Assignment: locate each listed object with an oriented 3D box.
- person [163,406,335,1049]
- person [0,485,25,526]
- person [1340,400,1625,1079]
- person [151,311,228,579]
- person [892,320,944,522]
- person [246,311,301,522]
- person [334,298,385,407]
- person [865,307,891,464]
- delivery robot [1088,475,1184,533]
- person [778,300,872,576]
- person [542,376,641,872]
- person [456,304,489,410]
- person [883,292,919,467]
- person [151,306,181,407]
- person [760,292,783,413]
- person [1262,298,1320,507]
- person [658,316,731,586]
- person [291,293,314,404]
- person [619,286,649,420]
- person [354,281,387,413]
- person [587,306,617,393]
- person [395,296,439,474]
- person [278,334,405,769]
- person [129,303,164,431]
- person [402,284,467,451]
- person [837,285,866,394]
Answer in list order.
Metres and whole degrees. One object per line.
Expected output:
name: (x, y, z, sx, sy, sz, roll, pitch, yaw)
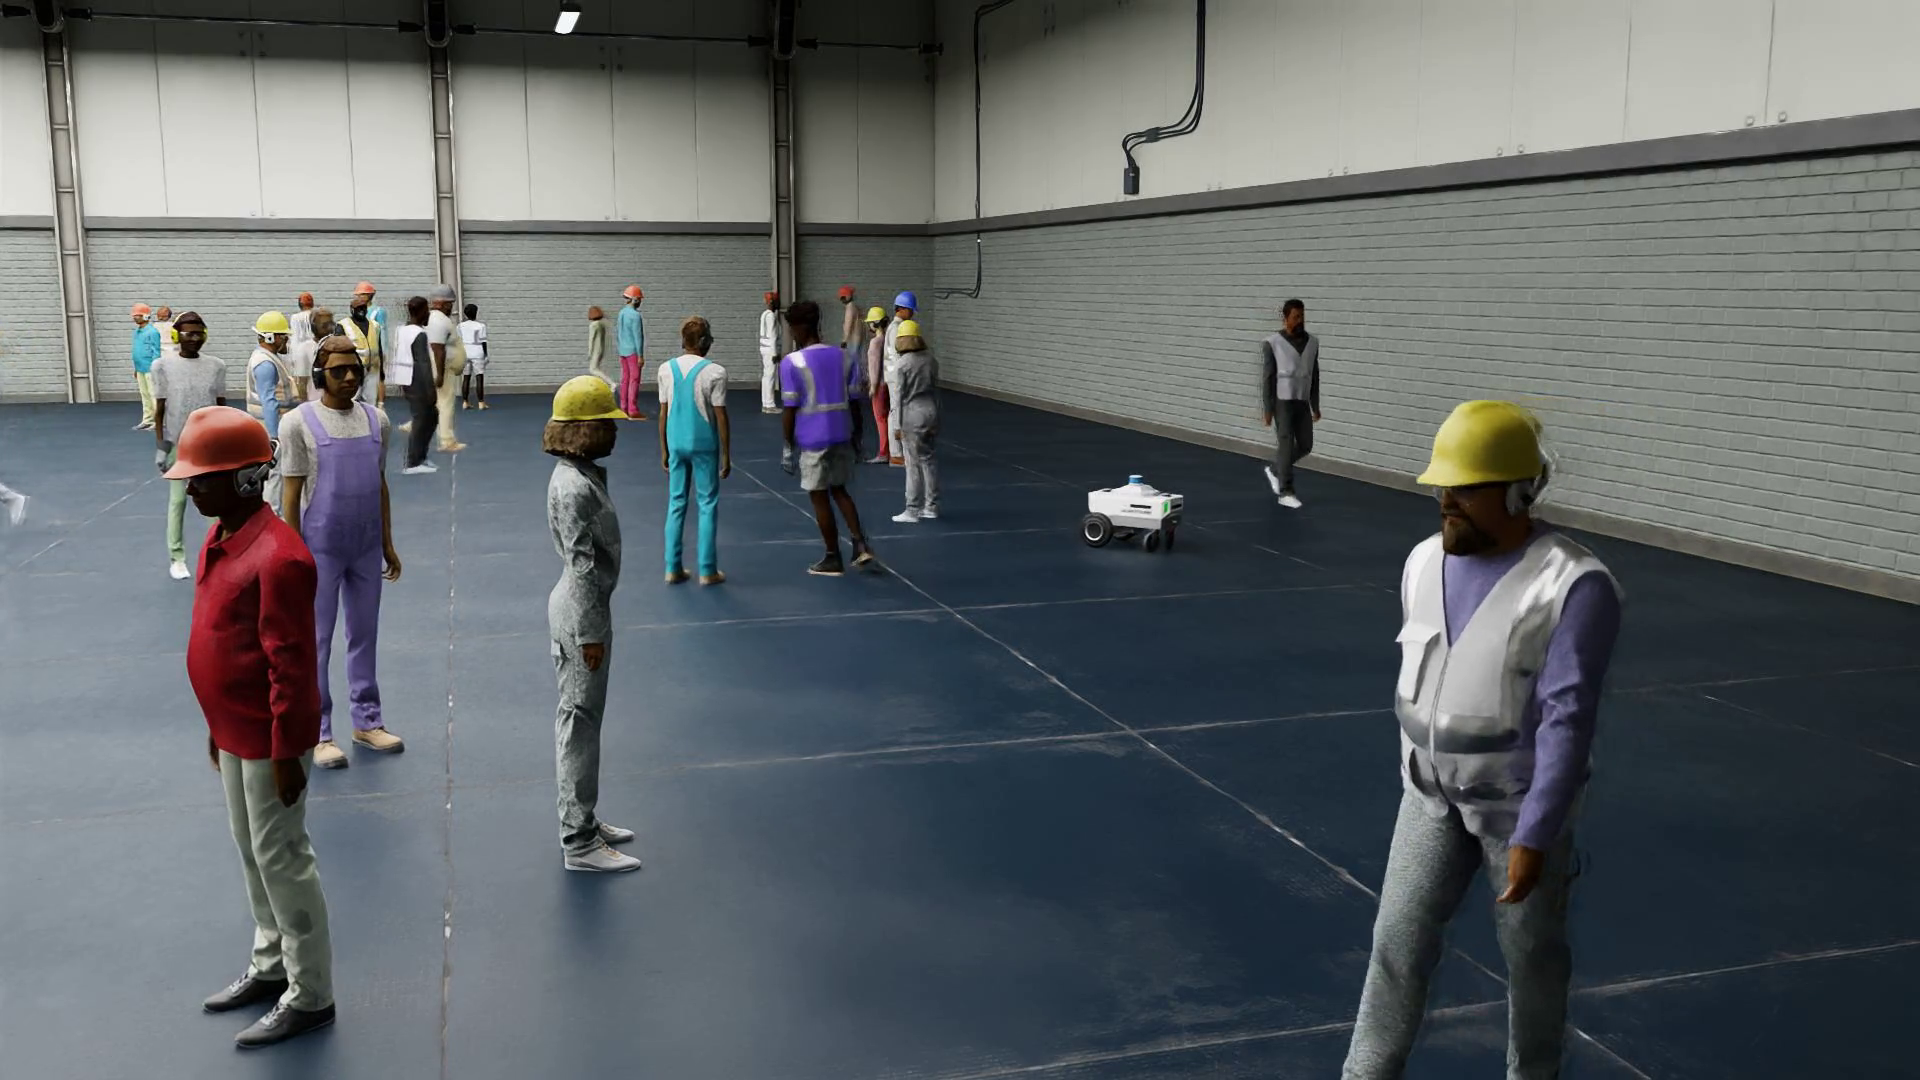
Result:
person: (-1.946, 0.503, 4.552, 0.349, 1.743, 0.567, -7, 12, -40)
person: (-8.123, -0.906, 13.635, 0.701, 1.720, 0.488, -2, 9, -12)
person: (1.114, 0.596, 3.746, 0.779, 1.801, 0.596, -6, 11, -35)
person: (-5.343, -0.660, 11.606, 0.521, 1.860, 0.320, -7, 11, -36)
person: (-0.373, -1.020, 14.300, 0.561, 1.730, 0.363, -7, 11, -39)
person: (-5.508, -0.918, 13.373, 0.405, 1.824, 0.586, -4, 10, -22)
person: (-7.686, -2.186, 21.387, 0.429, 1.842, 0.636, 8, 12, 41)
person: (-0.915, -1.741, 18.796, 0.330, 1.765, 0.533, 3, 9, 18)
delivery robot: (1.363, -0.259, 12.882, 0.707, 0.478, 0.477, 6, 11, 32)
person: (-0.963, -0.695, 11.597, 0.649, 1.935, 0.464, -8, 12, -42)
person: (-1.305, 0.291, 5.895, 0.297, 1.744, 0.487, -2, 9, -13)
person: (-7.777, -2.915, 26.528, 0.536, 1.694, 0.320, 2, 9, 14)
person: (-0.650, -1.783, 18.517, 0.408, 1.937, 0.602, 0, 9, 0)
person: (-12.854, -2.964, 26.985, 0.514, 1.642, 0.310, -1, 9, -8)
person: (-2.937, -2.914, 25.899, 0.352, 1.881, 0.576, -3, 9, -16)
person: (3.014, -1.268, 15.322, 0.604, 1.904, 0.578, -4, 10, -25)
person: (-1.793, -0.594, 11.272, 0.518, 1.834, 0.351, 3, 9, 16)
person: (-9.777, -2.764, 24.985, 0.366, 1.880, 0.580, 6, 11, 33)
person: (-4.840, -2.769, 24.668, 0.406, 1.986, 0.608, -7, 11, -37)
person: (-8.971, -2.891, 25.242, 0.608, 2.045, 0.391, 5, 10, 27)
person: (-6.294, -3.267, 28.975, 0.556, 1.617, 0.510, 1, 9, 8)
person: (-5.754, -1.655, 17.810, 0.535, 1.897, 0.615, -6, 11, -33)
person: (-2.655, 0.039, 7.177, 0.349, 1.846, 0.506, 7, 11, 37)
person: (-11.219, -2.381, 22.910, 0.563, 1.752, 0.328, 6, 11, 35)
person: (-6.328, -2.083, 20.095, 0.717, 2.000, 0.701, -5, 10, -27)
person: (-1.972, -3.610, 30.070, 0.495, 1.964, 0.627, 0, 9, -3)
